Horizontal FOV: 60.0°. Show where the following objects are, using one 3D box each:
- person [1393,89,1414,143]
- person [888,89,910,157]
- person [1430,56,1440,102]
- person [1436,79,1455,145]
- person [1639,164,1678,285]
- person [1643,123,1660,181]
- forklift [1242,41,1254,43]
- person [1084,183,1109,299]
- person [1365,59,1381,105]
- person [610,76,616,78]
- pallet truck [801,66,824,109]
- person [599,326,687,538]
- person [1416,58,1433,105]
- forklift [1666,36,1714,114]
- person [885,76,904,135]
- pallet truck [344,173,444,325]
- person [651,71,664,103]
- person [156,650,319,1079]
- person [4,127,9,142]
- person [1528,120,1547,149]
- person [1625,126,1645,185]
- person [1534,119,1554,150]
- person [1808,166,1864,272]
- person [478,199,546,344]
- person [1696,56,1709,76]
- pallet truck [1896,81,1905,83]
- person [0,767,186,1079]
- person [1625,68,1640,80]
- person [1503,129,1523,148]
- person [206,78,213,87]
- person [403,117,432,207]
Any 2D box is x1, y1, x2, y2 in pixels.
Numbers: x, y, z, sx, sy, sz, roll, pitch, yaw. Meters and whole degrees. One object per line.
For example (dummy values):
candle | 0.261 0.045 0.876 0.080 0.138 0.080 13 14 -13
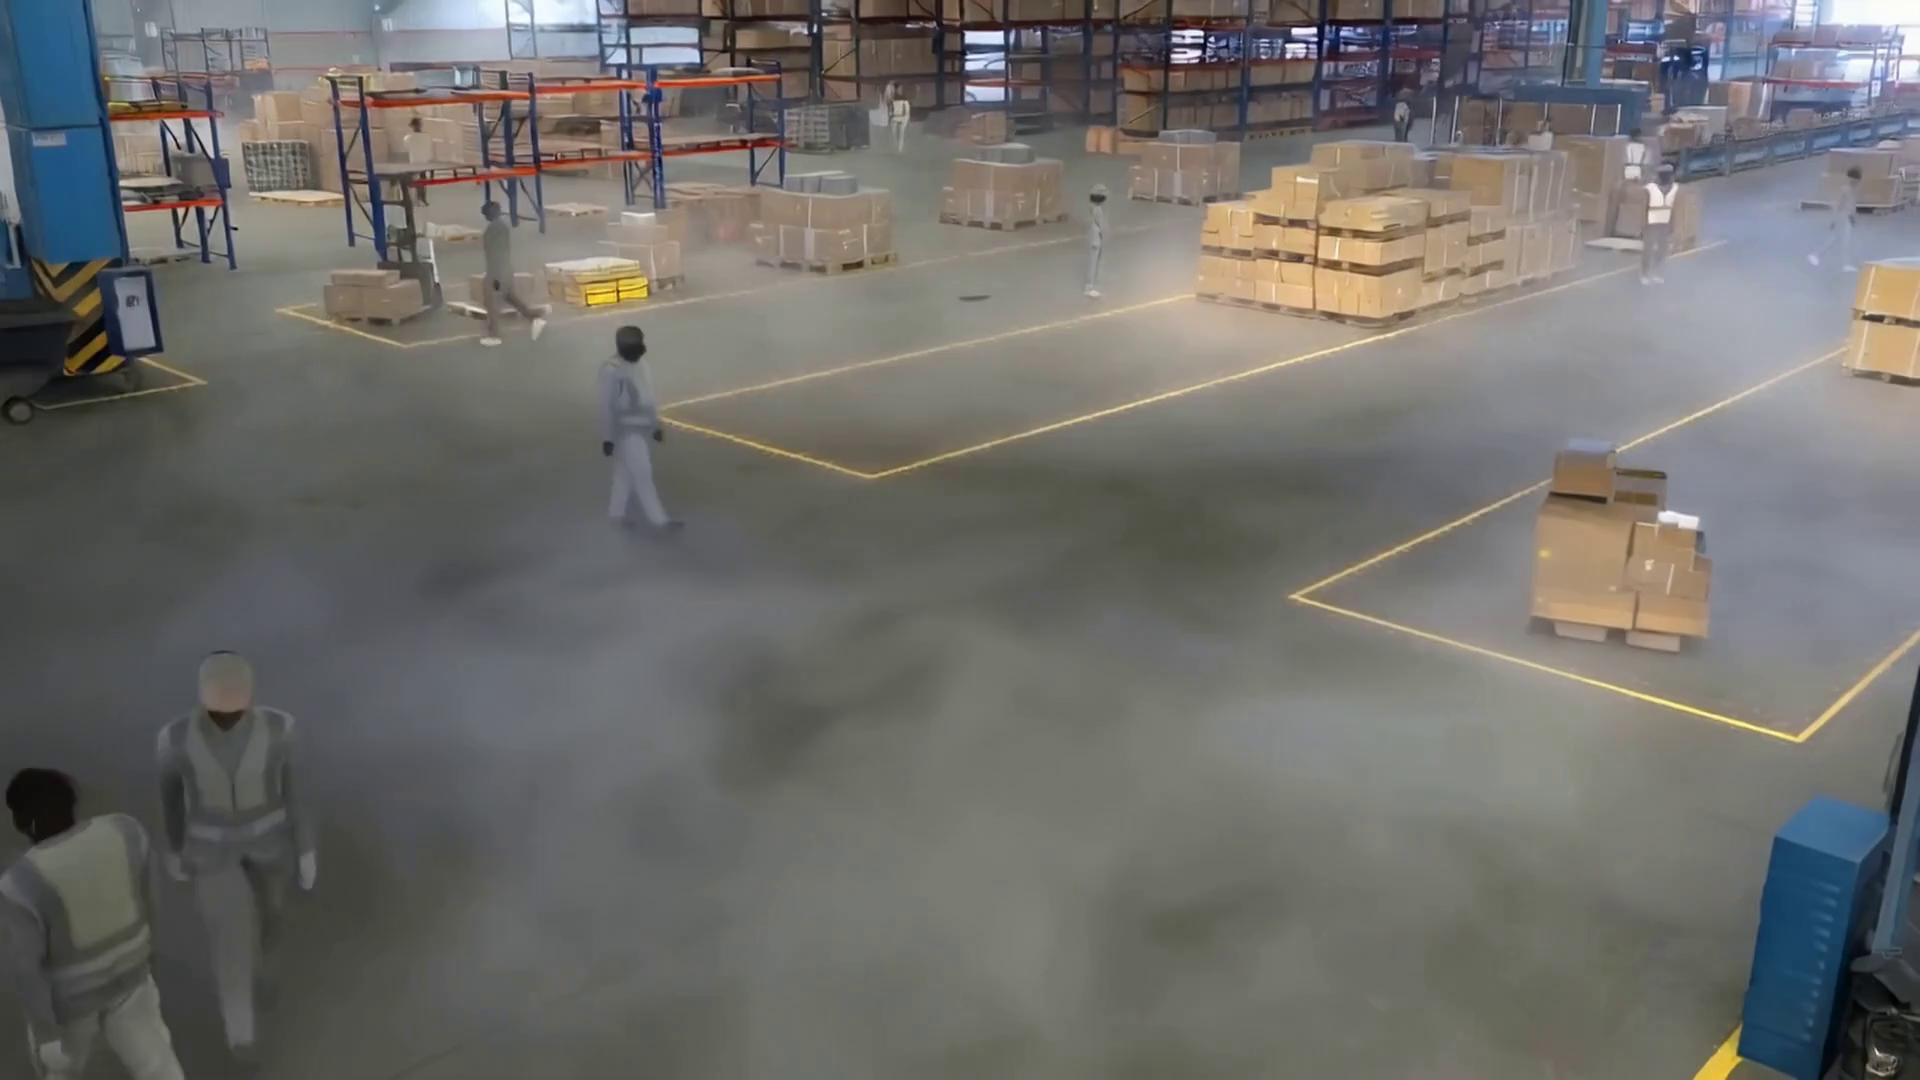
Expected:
person | 11.611 -10.782 43.578 0.539 2.000 0.689 2 18 5
person | -1.705 -11.571 46.222 0.615 1.865 0.602 2 18 5
person | 19.665 -19.142 68.789 0.510 2.030 0.619 -16 24 -40
person | 14.432 -12.656 49.309 0.617 1.985 0.402 -13 23 -35
person | 11.027 -4.983 26.330 0.655 1.903 0.534 -2 18 -6
person | 15.337 -8.382 36.928 0.354 1.682 0.543 16 24 40
forklift | 10.176 -15.868 57.590 1.129 2.768 1.873 17 25 41
person | 2.085 -4.537 25.245 0.337 1.734 0.480 5 19 13
person | 16.679 -18.332 66.600 0.891 1.861 0.692 -6 19 -17
person | -11.916 -15.200 57.536 0.315 1.630 0.516 -15 23 -37
pallet truck | -4.812 -15.182 56.903 0.823 1.965 1.885 -9 21 -26
person | -2.722 -0.930 14.254 0.915 1.805 0.648 6 19 17
person | 18.916 -18.609 67.442 0.894 1.870 0.646 -8 20 -23
forklift | 27.341 -17.291 61.877 1.129 2.768 1.873 17 25 41
person | -2.089 -13.989 53.553 0.624 1.844 0.429 -7 20 -20
pallet truck | -8.209 -4.181 23.757 0.823 1.965 1.885 3 19 9
person | -10.297 -14.964 56.388 0.587 1.911 0.397 7 20 21
person | -3.132 1.353 7.272 0.630 1.879 1.006 -7 20 -21
person | -23.787 -10.228 42.072 0.628 1.936 0.375 -14 23 -35
person | 12.345 -8.128 35.885 0.542 1.849 0.619 -9 20 -26
person | 13.470 -7.313 33.341 0.564 1.914 0.764 -6 19 -17
person | 13.608 -9.020 38.911 0.514 1.621 0.435 -3 19 -9
person | 14.735 -5.389 27.830 0.530 1.726 0.875 -16 24 -40
person | -5.975 -3.518 21.899 0.831 1.920 0.640 2 18 5
person | 32.692 -20.465 73.287 0.535 1.699 0.318 7 20 19
pallet truck | 34.802 -16.331 61.455 0.653 1.274 1.630 17 25 41
person | -3.308 1.700 6.360 0.919 1.797 0.611 10 21 27
person | 24.112 -16.048 59.823 0.596 1.808 0.782 13 23 35
person | 11.127 -7.429 33.842 0.532 1.809 1.002 -10 21 -28
person | -25.444 -14.885 56.611 0.527 1.615 0.755 -6 19 -17
person | -11.596 -8.084 35.647 0.612 1.912 0.492 2 19 7
